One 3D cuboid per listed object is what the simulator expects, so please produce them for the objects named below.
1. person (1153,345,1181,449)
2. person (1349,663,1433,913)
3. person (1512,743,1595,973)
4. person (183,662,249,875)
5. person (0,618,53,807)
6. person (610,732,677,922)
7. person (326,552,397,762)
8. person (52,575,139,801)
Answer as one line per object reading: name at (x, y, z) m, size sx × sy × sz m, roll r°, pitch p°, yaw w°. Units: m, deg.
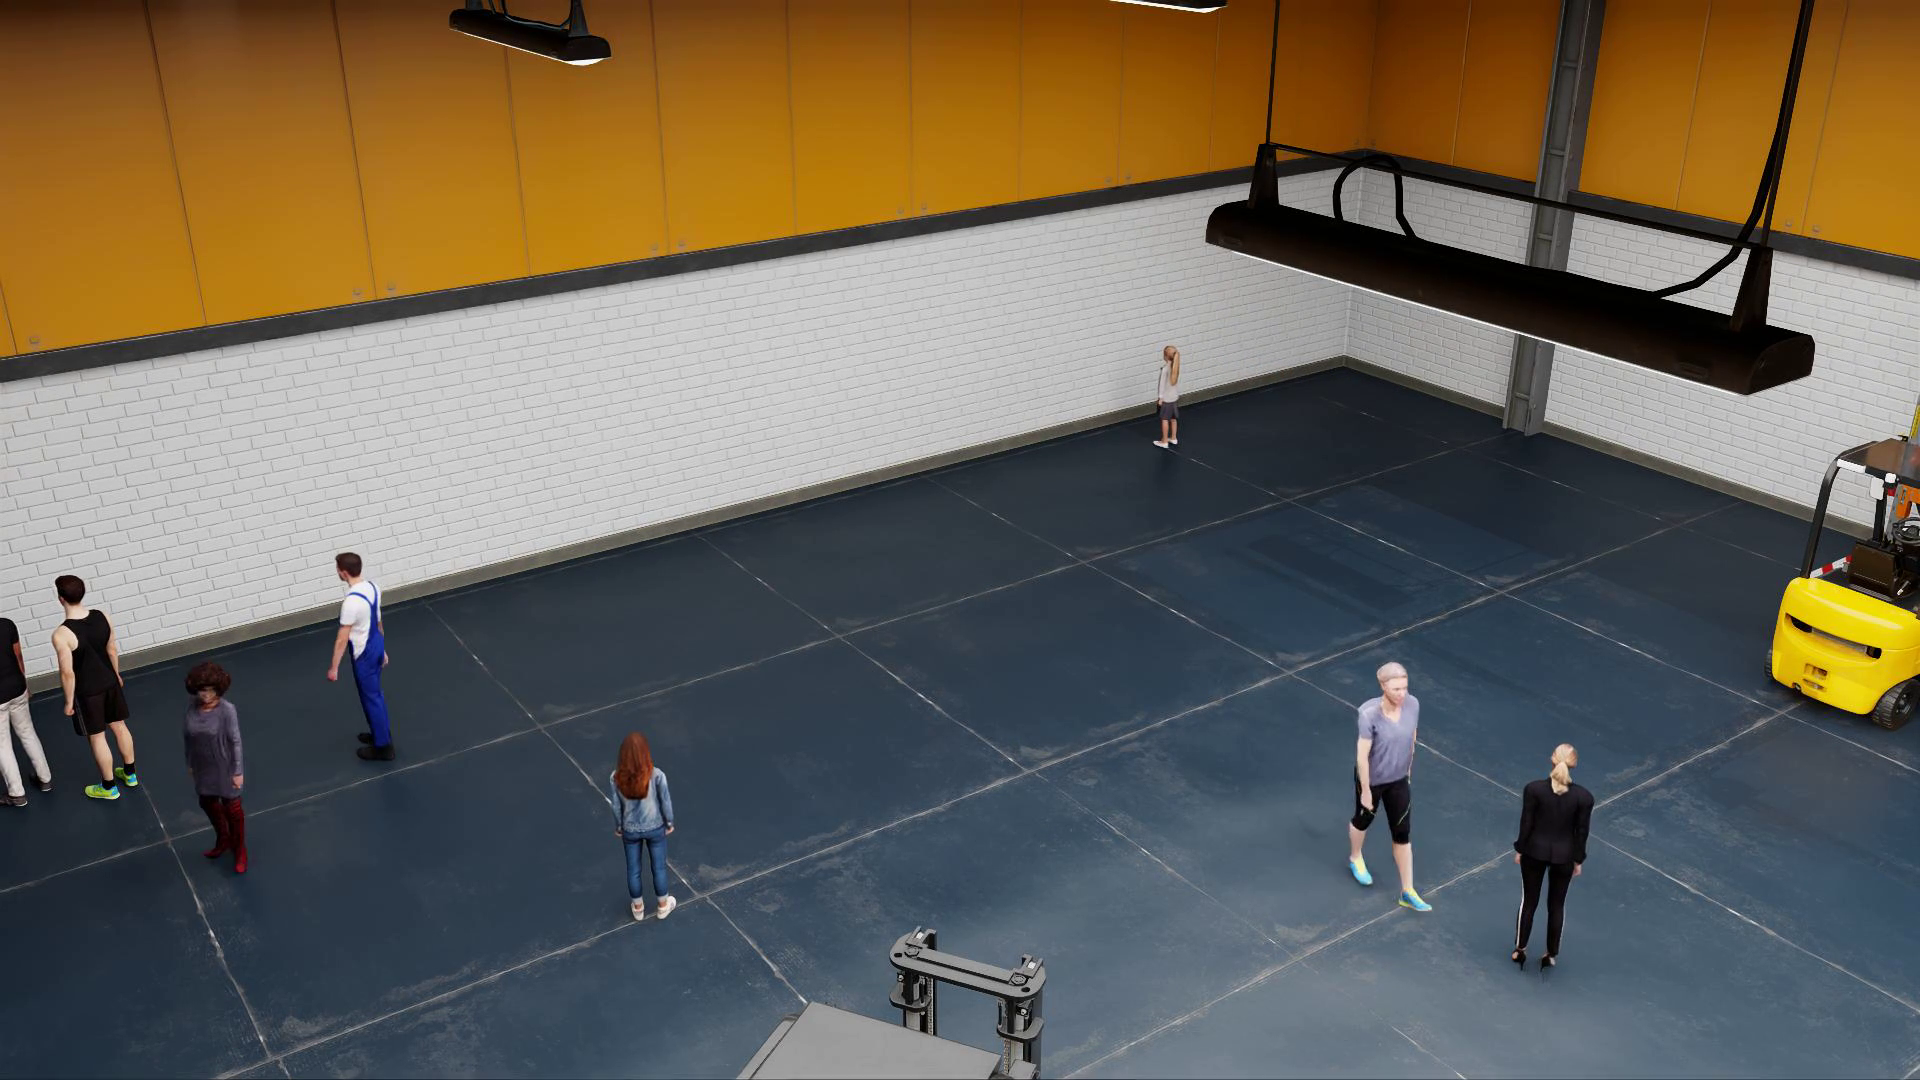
person at (2.574, -1.778, 20.492) m, size 0.573 × 1.275 × 0.549 m, roll 19°, pitch 30°, yaw 37°
person at (2.965, 1.673, 11.883) m, size 0.912 × 1.847 × 1.168 m, roll -6°, pitch 24°, yaw -14°
person at (3.905, 2.116, 11.046) m, size 0.658 × 1.705 × 0.751 m, roll 7°, pitch 25°, yaw 16°
person at (-5.429, 1.650, 12.119) m, size 0.735 × 1.701 × 0.811 m, roll 10°, pitch 26°, yaw 22°
person at (-7.479, 1.222, 12.968) m, size 0.772 × 1.804 × 0.764 m, roll 10°, pitch 25°, yaw 22°
person at (-2.214, 1.997, 11.603) m, size 0.641 × 1.477 × 0.665 m, roll -1°, pitch 24°, yaw -2°
person at (-4.773, 0.961, 13.518) m, size 0.850 × 1.842 × 0.787 m, roll 4°, pitch 24°, yaw 9°
person at (-6.791, 1.144, 13.037) m, size 0.777 × 1.892 × 0.768 m, roll 10°, pitch 25°, yaw 21°
